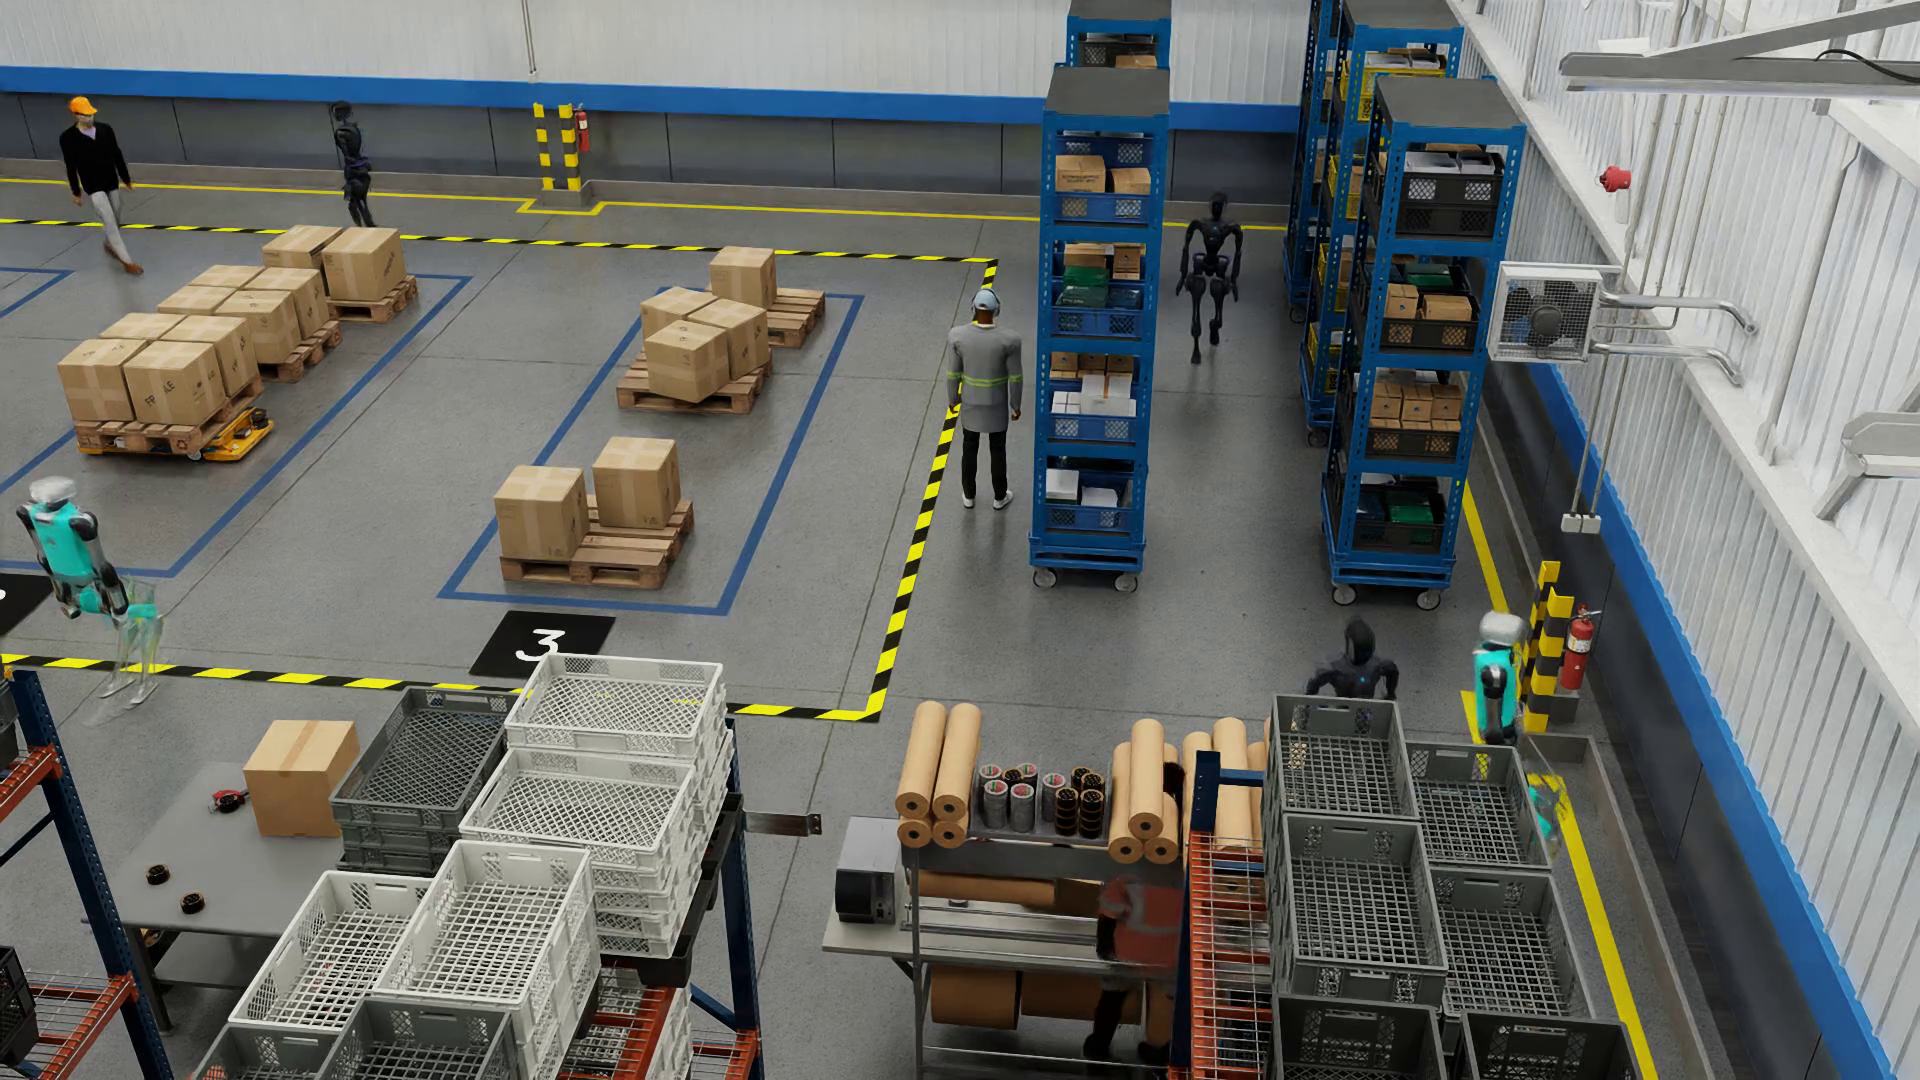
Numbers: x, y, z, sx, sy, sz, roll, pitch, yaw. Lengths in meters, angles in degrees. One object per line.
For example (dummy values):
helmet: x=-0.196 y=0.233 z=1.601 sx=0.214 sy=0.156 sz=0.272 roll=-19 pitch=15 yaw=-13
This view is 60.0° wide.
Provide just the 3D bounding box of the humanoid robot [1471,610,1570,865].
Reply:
humanoid robot: x=3.114 y=1.248 z=9.082 sx=0.821 sy=1.781 sz=0.589 roll=8 pitch=31 yaw=13

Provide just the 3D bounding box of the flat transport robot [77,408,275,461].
flat transport robot: x=-6.728 y=-0.944 z=14.268 sx=1.431 sy=0.197 sz=0.652 roll=3 pitch=30 yaw=6

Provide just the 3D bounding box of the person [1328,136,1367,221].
person: x=4.101 y=-3.847 z=17.629 sx=0.433 sy=1.925 sz=0.639 roll=-13 pitch=33 yaw=-22

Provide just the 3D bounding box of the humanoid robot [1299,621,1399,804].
humanoid robot: x=2.181 y=1.153 z=9.307 sx=0.612 sy=1.640 sz=0.648 roll=-6 pitch=31 yaw=-10

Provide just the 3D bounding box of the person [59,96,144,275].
person: x=-9.082 y=-3.774 z=17.586 sx=0.864 sy=1.851 sz=0.594 roll=18 pitch=35 yaw=28

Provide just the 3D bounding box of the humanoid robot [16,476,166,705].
humanoid robot: x=-5.439 y=0.252 z=10.646 sx=0.533 sy=1.677 sz=0.735 roll=9 pitch=31 yaw=16

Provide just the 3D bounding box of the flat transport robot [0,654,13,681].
flat transport robot: x=-7.142 y=0.969 z=11.010 sx=1.431 sy=0.231 sz=0.659 roll=3 pitch=30 yaw=6

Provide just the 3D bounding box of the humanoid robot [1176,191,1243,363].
humanoid robot: x=2.324 y=-2.497 z=15.556 sx=0.586 sy=1.641 sz=0.506 roll=5 pitch=31 yaw=8

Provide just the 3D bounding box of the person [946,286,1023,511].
person: x=0.200 y=-1.108 z=13.003 sx=0.596 sy=1.850 sz=0.396 roll=5 pitch=31 yaw=8

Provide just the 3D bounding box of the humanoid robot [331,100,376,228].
humanoid robot: x=-6.574 y=-3.942 z=18.053 sx=0.449 sy=1.644 sz=0.611 roll=-2 pitch=30 yaw=-4

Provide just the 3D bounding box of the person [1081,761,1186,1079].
person: x=0.916 y=1.843 z=7.838 sx=0.612 sy=1.950 sz=0.494 roll=-3 pitch=30 yaw=-5

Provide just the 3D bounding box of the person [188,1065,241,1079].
person: x=-2.578 y=2.724 z=6.232 sx=0.375 sy=2.045 sz=0.604 roll=-3 pitch=30 yaw=-4
